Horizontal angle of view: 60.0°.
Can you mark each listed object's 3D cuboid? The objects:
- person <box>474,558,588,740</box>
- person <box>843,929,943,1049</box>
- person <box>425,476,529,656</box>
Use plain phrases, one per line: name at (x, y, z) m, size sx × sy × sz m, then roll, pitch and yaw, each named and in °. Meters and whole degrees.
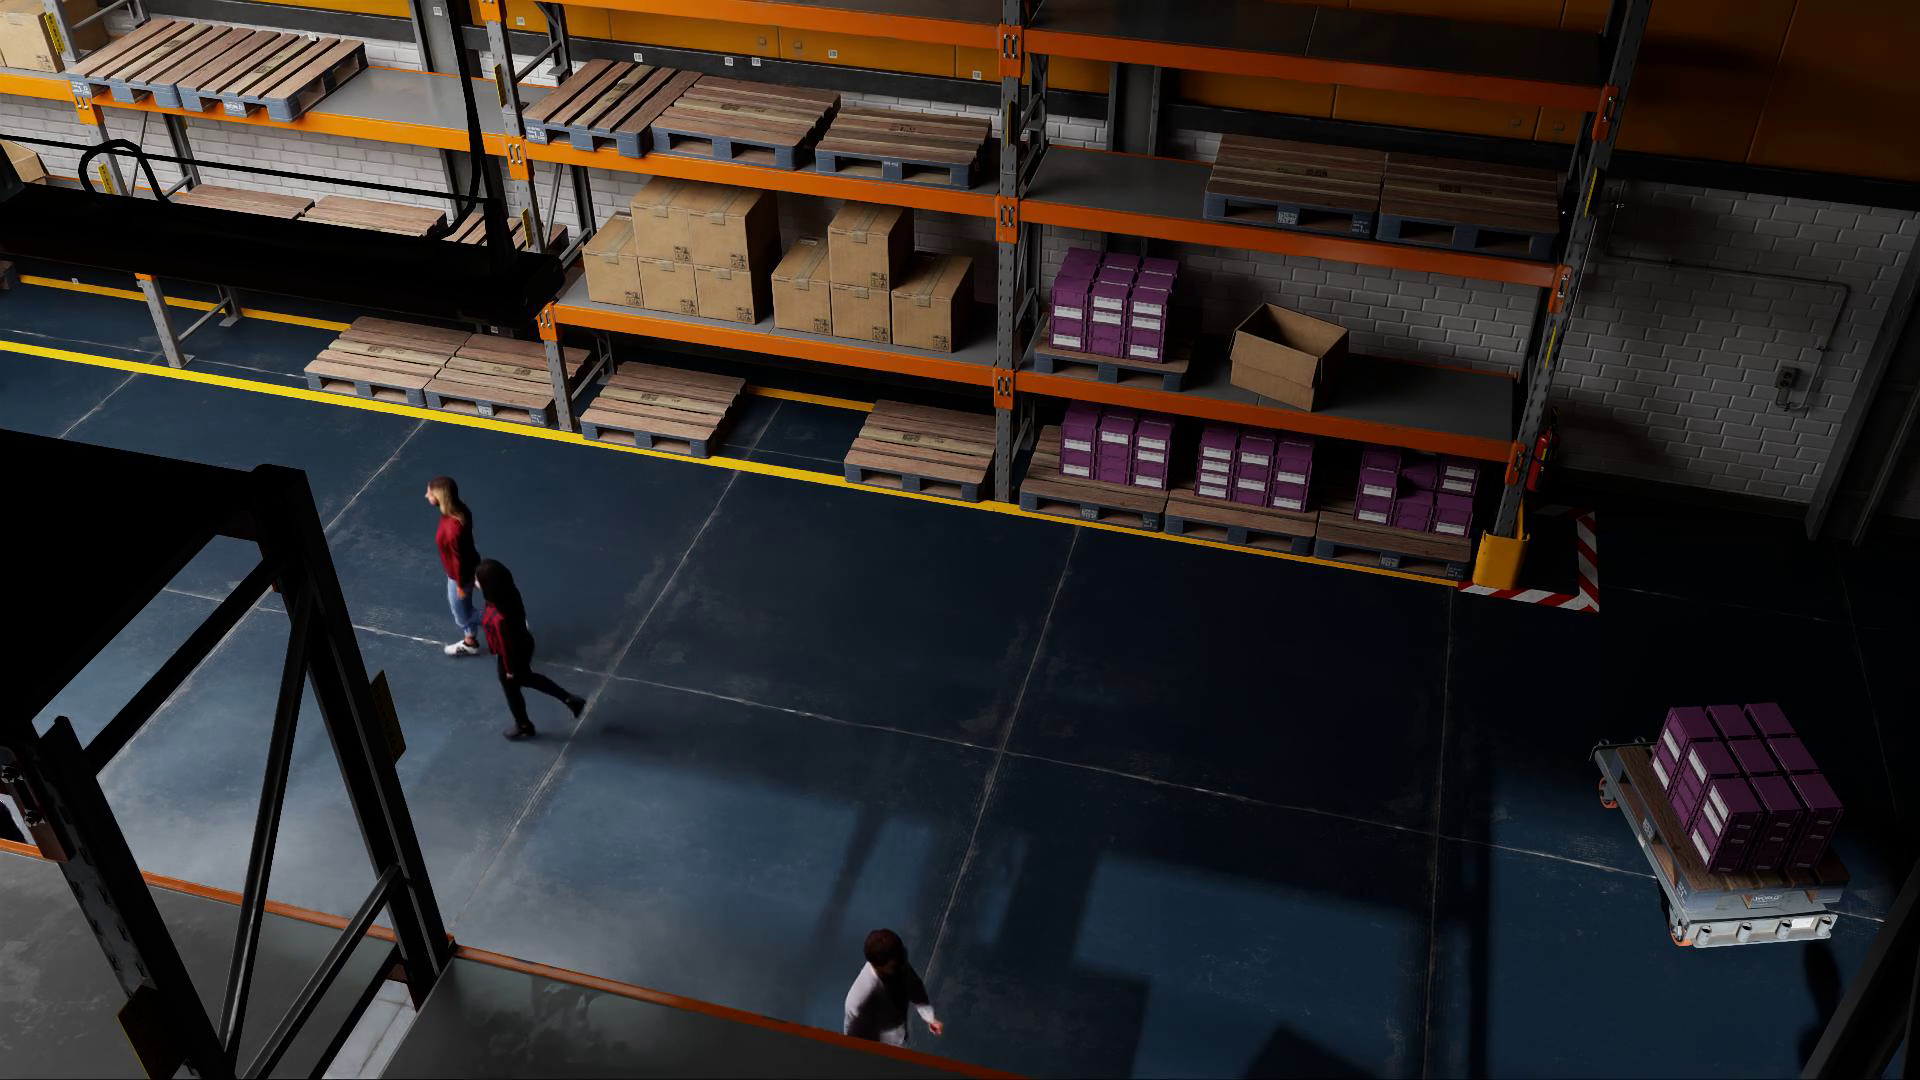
person at (-2.957, 0.751, 11.350) m, size 0.946 × 1.634 × 0.782 m, roll -4°, pitch 39°, yaw -5°
person at (-0.513, 2.625, 8.864) m, size 1.110 × 1.809 × 0.750 m, roll 13°, pitch 40°, yaw 15°
person at (-3.527, 0.222, 12.024) m, size 0.981 × 1.621 × 0.835 m, roll -8°, pitch 39°, yaw -9°
